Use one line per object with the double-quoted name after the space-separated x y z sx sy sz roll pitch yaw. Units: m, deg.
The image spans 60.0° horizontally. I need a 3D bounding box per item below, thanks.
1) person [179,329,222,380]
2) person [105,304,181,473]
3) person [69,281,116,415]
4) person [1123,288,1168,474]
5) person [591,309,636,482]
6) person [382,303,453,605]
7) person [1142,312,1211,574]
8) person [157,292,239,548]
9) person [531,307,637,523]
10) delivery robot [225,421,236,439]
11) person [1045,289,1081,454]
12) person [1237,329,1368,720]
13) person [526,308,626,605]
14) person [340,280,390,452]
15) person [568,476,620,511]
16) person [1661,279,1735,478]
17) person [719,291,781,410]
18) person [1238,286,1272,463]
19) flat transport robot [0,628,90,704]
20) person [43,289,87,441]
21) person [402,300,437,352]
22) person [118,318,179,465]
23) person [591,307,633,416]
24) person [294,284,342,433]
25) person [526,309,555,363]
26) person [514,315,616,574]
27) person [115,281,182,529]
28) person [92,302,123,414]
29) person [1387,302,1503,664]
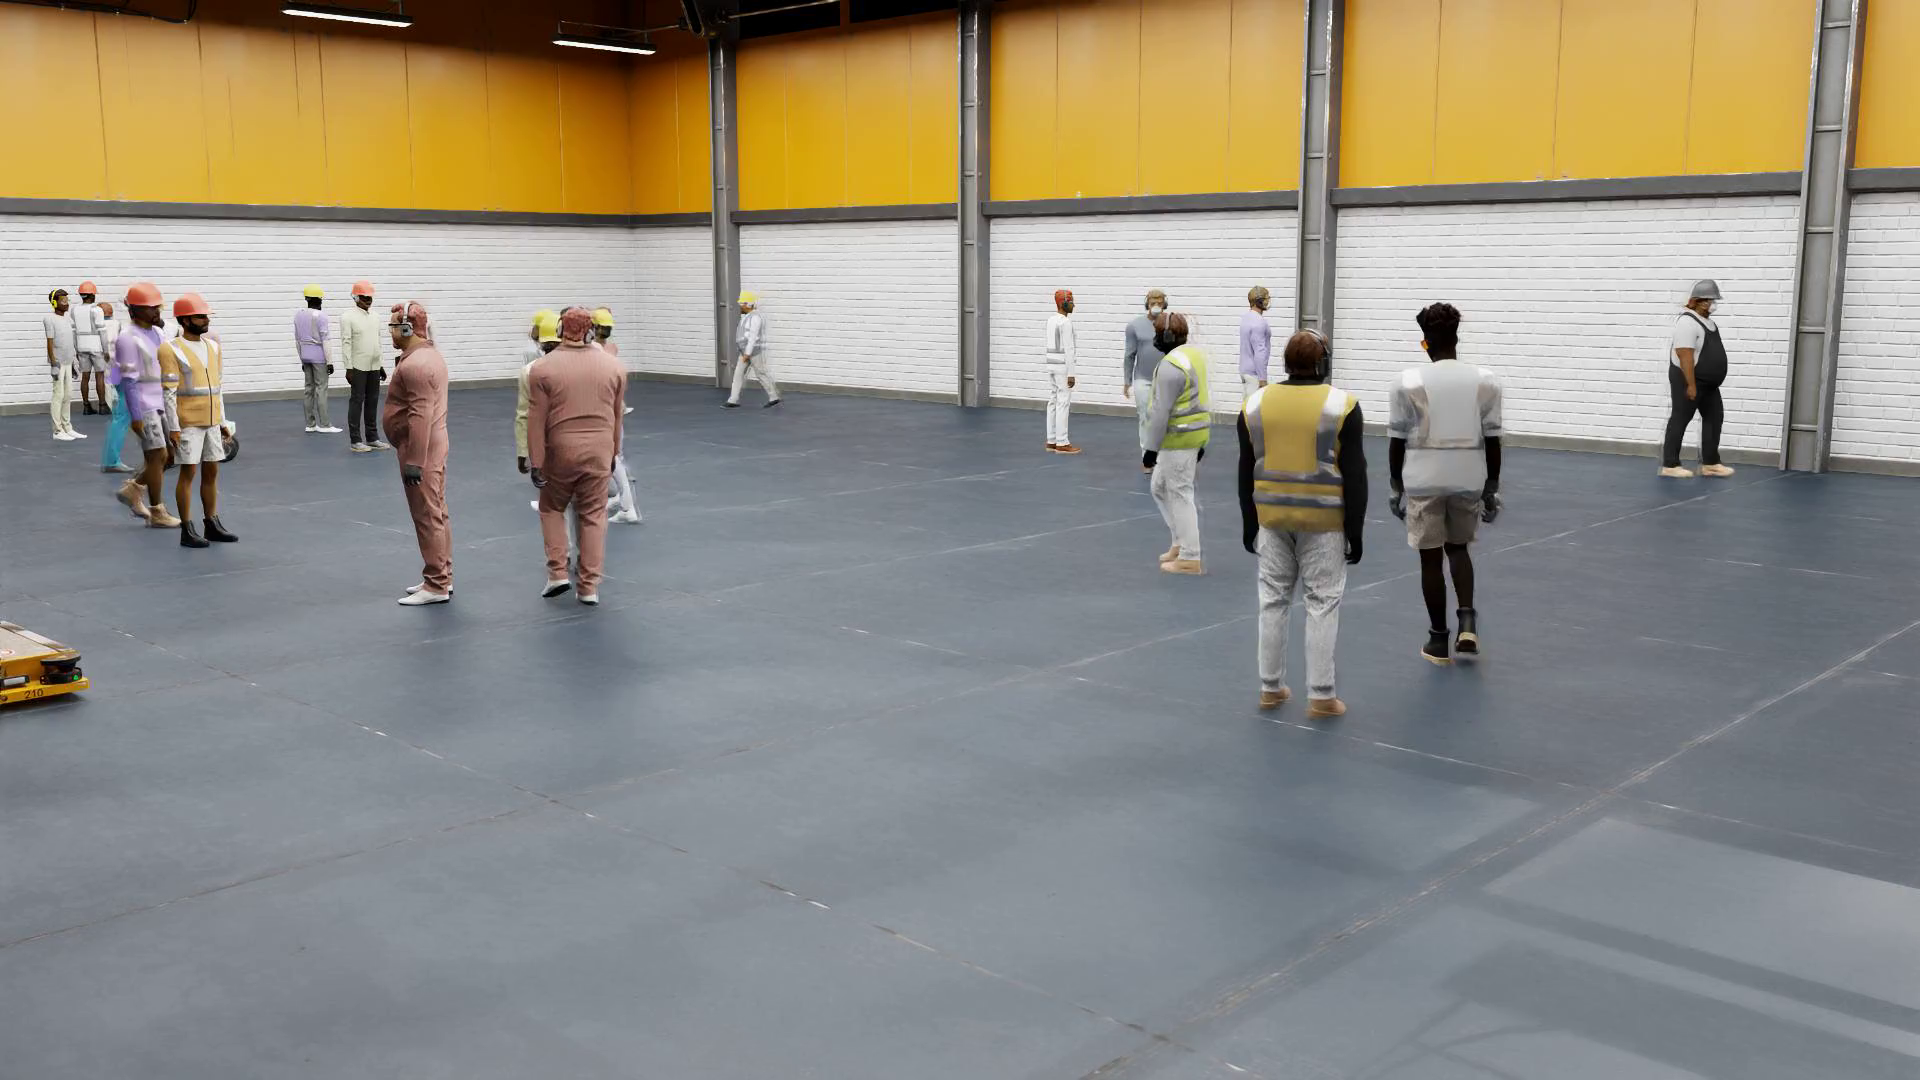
-8.548 -1.799 18.683 0.523 1.769 0.320 1 9 4 "person"
-8.525 -1.600 17.348 0.899 1.793 0.571 -4 10 -24 "person"
-12.603 -2.777 24.150 0.543 1.939 0.360 1 9 9 "person"
2.007 -1.642 17.237 0.640 1.926 0.479 2 9 11 "person"
-3.660 -1.446 16.638 0.828 1.731 0.523 6 11 32 "person"
-3.445 -0.543 10.554 0.402 1.906 0.652 -1 9 -9 "person"
1.508 -0.672 11.613 0.513 1.824 0.643 3 10 20 "person"
-5.831 -0.918 12.739 0.342 1.942 0.552 4 10 22 "person"
-3.140 -1.036 13.894 1.029 1.804 0.528 4 10 24 "person"
-8.368 -1.181 18.312 0.707 0.478 0.477 -4 10 -21 "delivery robot"
1.177 -1.936 19.160 0.343 1.882 0.585 -3 10 -20 "person"
1.630 -0.069 7.908 0.637 1.847 0.474 6 11 32 "person"
-2.436 -0.526 10.563 0.654 1.877 0.518 -5 10 -28 "person"
-6.915 -2.021 19.352 0.397 1.990 0.622 4 10 22 "person"
-3.303 -1.056 14.667 0.869 1.592 0.509 4 10 22 "person"
7.532 -1.627 16.790 0.793 2.000 0.713 9 13 42 "person"
-3.145 -2.856 25.103 0.926 1.793 0.584 -5 11 -30 "person"
3.199 -1.769 17.974 0.372 1.940 0.631 -1 9 -4 "person"
-5.046 0.615 8.449 1.431 0.197 0.652 9 13 42 "flat transport robot"
-11.121 -2.170 20.637 0.334 1.873 0.521 0 9 1 "person"
-8.729 -3.041 26.777 0.599 1.617 0.341 -5 10 -27 "person"
-8.535 -1.671 17.523 0.612 1.891 0.649 -8 12 -41 "person"
-5.090 -2.518 23.656 0.510 1.582 0.906 6 11 34 "person"
-8.317 -2.337 21.485 0.586 1.928 0.365 5 10 28 "person"
-3.965 -1.364 16.112 0.355 1.729 0.508 5 10 27 "person"
-2.733 -0.644 11.482 0.665 1.806 0.566 0 9 -1 "person"
-6.626 -1.089 13.547 0.514 2.020 0.626 0 9 0 "person"
-12.433 -2.653 24.307 0.308 1.640 0.511 6 11 31 "person"
2.588 -0.302 8.951 0.596 1.940 0.426 0 9 -2 "person"
